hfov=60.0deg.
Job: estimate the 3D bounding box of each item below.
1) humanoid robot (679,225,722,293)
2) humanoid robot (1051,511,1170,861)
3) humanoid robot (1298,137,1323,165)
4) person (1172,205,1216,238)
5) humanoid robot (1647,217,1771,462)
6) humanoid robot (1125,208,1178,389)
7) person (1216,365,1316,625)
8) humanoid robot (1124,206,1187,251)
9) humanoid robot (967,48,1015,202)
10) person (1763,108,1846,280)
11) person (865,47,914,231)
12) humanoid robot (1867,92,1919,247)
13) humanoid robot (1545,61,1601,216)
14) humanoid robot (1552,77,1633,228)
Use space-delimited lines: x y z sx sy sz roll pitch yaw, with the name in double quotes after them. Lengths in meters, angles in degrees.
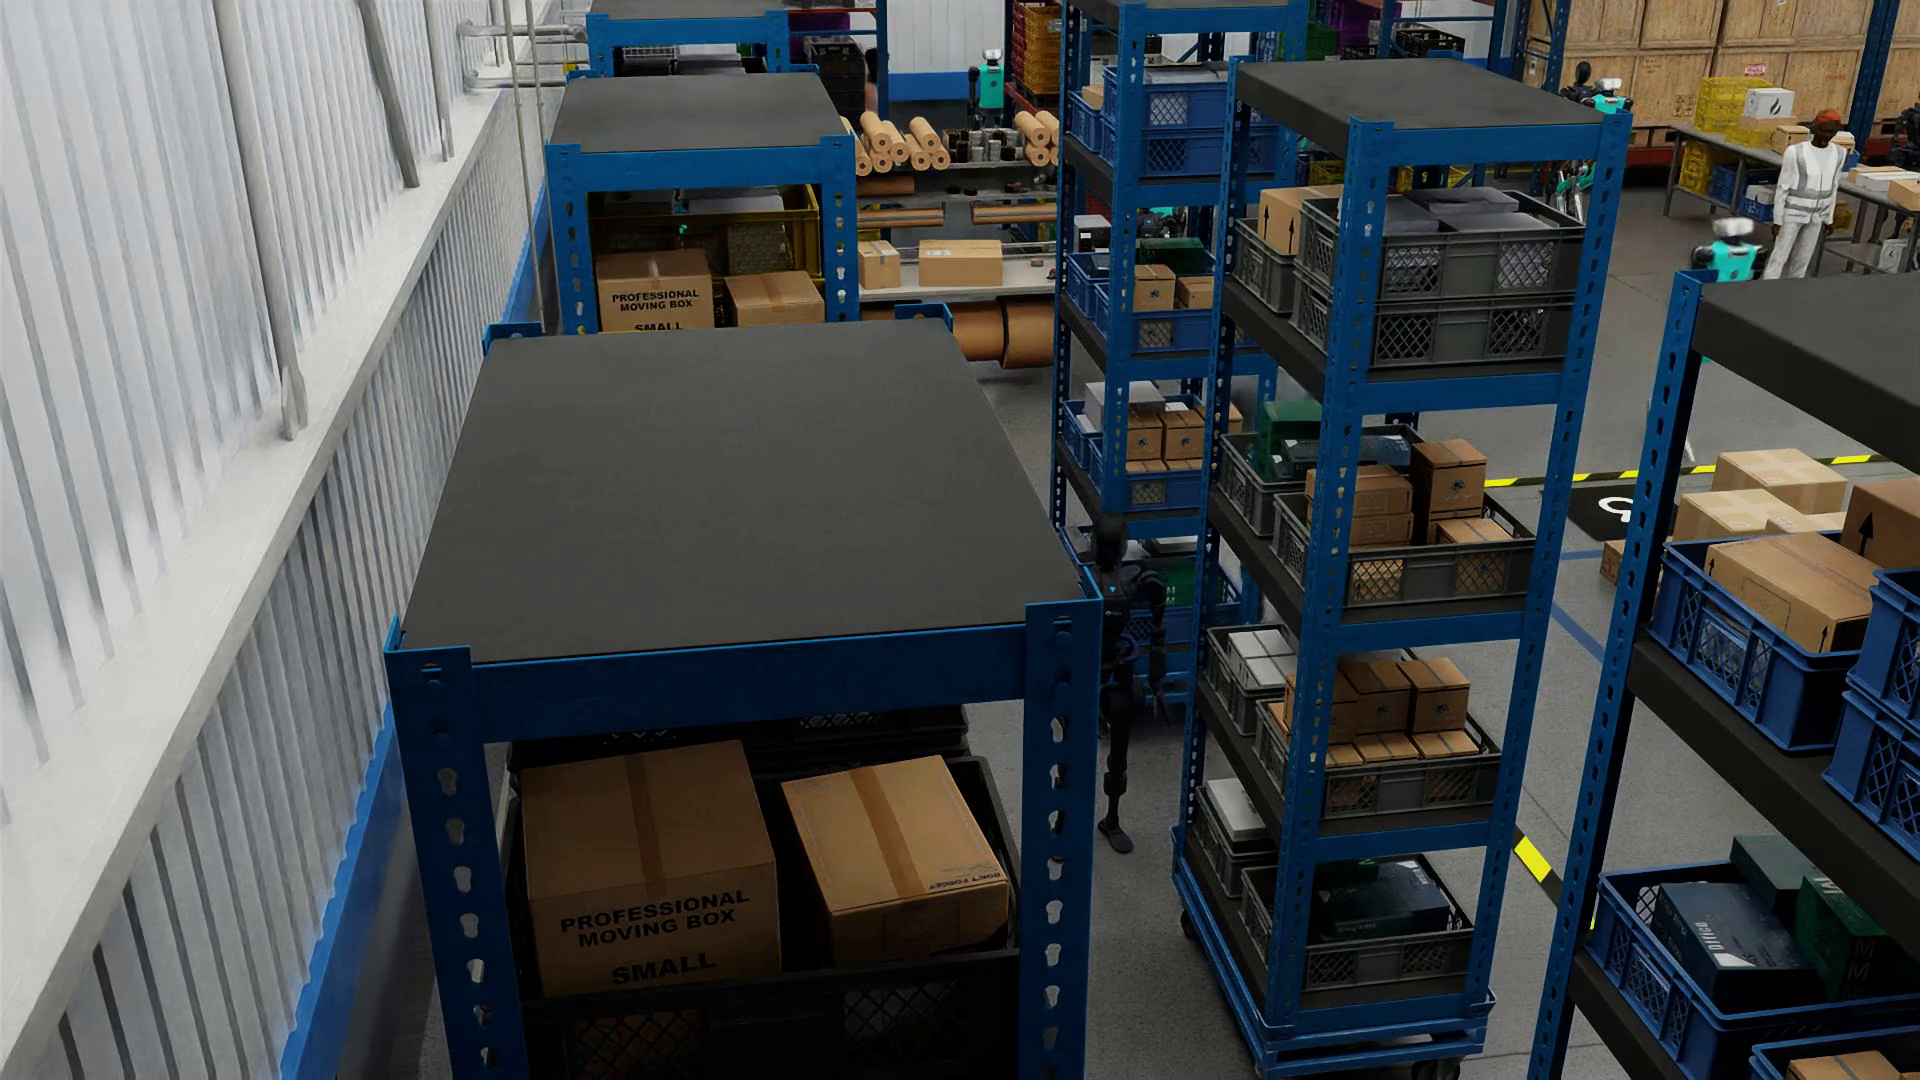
-2.027 -1.932 12.580 0.533 1.677 0.735 -4 25 -8 "humanoid robot"
0.621 0.637 7.217 0.599 1.653 0.315 -4 25 -8 "humanoid robot"
4.052 -4.733 18.668 0.533 1.677 0.735 -4 25 -8 "humanoid robot"
2.191 -3.320 15.394 0.604 2.045 0.375 -4 25 -8 "person"
5.156 -1.498 11.815 0.541 1.769 0.935 -3 25 -7 "humanoid robot"
1.417 -1.972 12.887 0.599 1.653 0.315 -4 25 -8 "humanoid robot"
1.664 -0.423 9.355 0.613 1.817 0.875 -2 25 -4 "person"
1.539 -2.473 13.762 0.533 1.673 0.735 -4 25 -8 "humanoid robot"
0.306 -4.620 18.423 0.533 1.677 0.735 -4 25 -8 "humanoid robot"
7.314 -2.789 14.426 0.573 1.886 0.355 -4 25 -8 "person"
-0.873 -4.169 17.408 1.036 1.902 0.608 10 26 20 "person"
9.649 -3.814 16.891 0.599 1.653 0.315 -4 25 -8 "humanoid robot"
6.645 -4.344 18.044 0.599 1.653 0.315 -4 25 -8 "humanoid robot"
6.263 -3.823 16.690 0.533 1.677 0.735 -4 25 -8 "humanoid robot"
